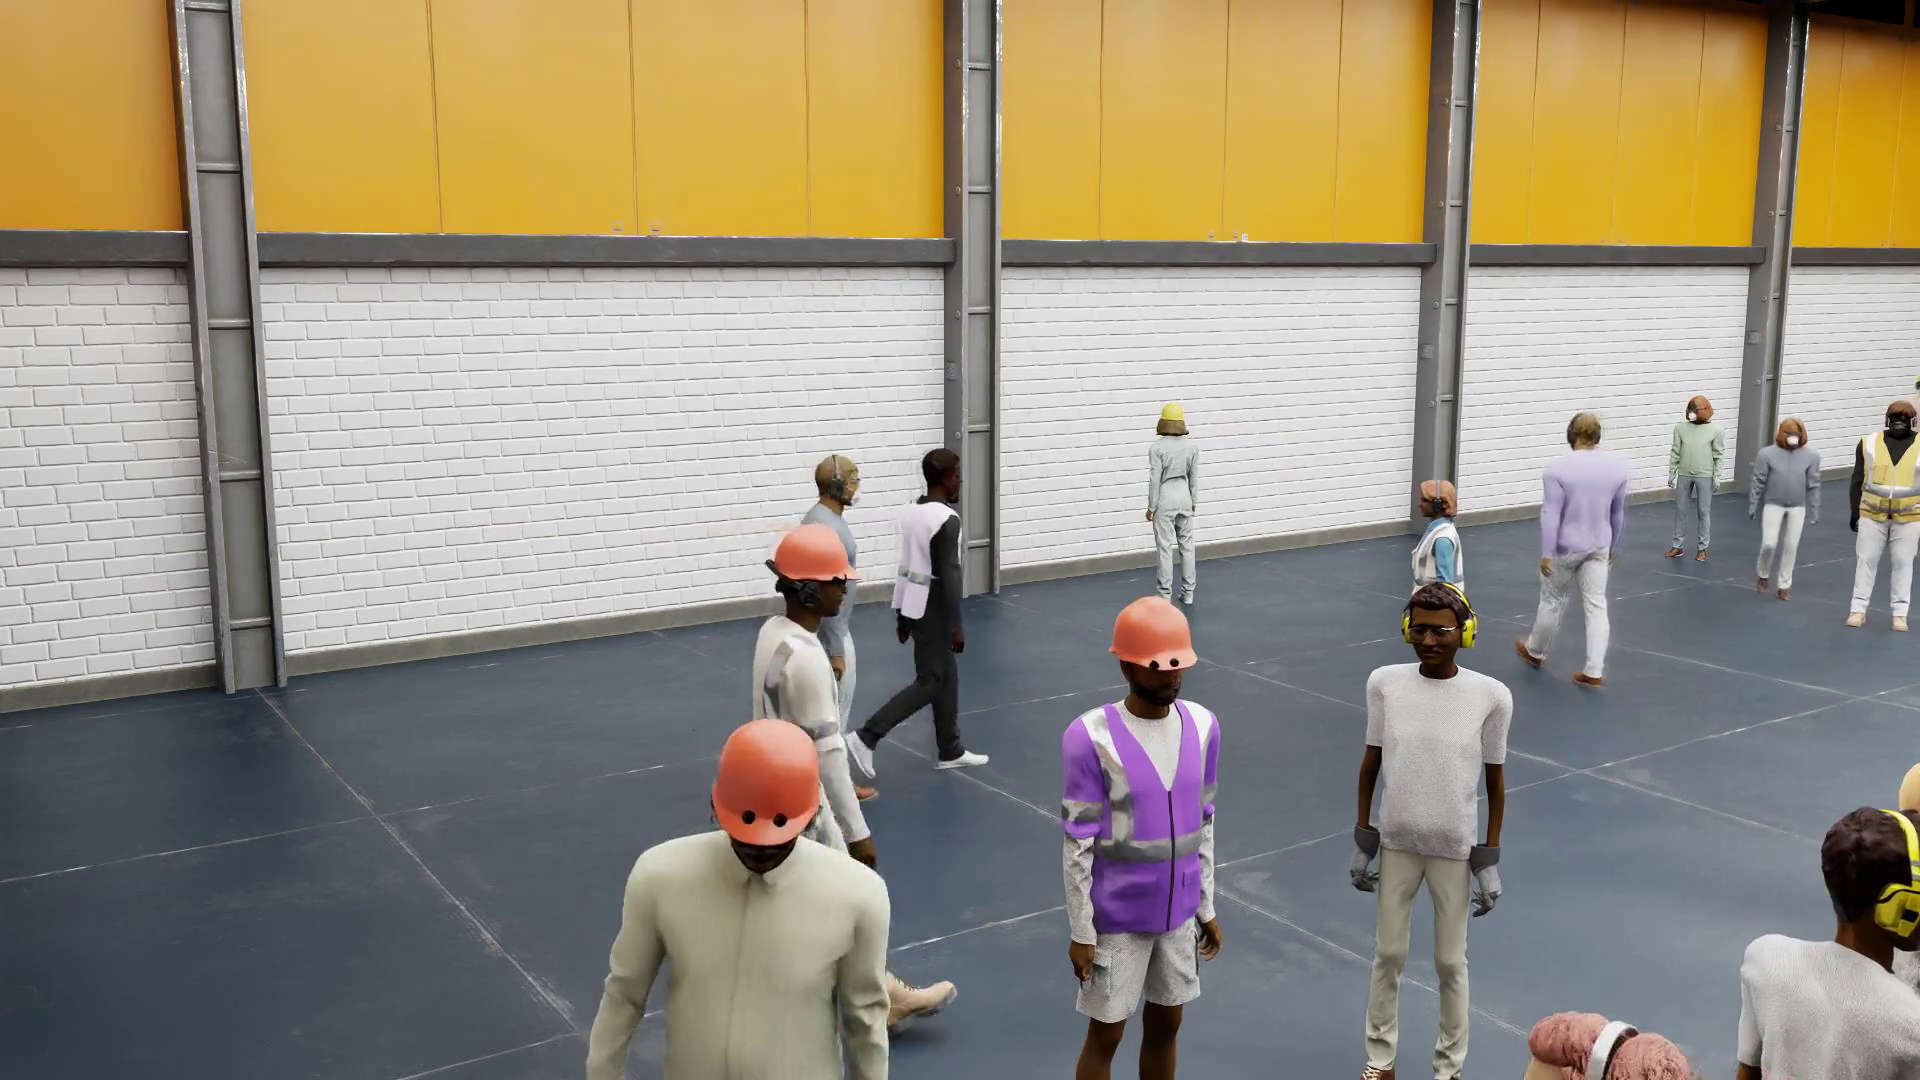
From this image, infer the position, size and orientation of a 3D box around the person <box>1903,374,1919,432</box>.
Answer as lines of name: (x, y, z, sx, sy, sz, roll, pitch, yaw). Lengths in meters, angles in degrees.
person: (10.768, -1.036, 18.660, 0.547, 1.720, 0.866, 5, 11, 29)

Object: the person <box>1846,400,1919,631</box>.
person: (7.436, -0.185, 13.280, 0.633, 1.844, 0.429, 6, 11, 33)

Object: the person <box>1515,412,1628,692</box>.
person: (4.285, 0.051, 11.632, 0.661, 1.889, 0.989, -1, 10, -8)

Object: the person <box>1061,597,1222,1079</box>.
person: (0.569, 1.121, 5.063, 0.545, 1.938, 0.361, -5, 11, -28)

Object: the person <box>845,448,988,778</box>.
person: (-0.243, 0.421, 9.423, 0.837, 1.893, 0.594, -3, 10, -20)

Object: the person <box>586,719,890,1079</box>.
person: (-0.502, 1.300, 3.965, 0.701, 1.945, 0.842, 0, 9, 3)

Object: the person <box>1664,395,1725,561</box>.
person: (7.253, -0.613, 16.421, 0.507, 1.632, 0.281, 9, 13, 42)

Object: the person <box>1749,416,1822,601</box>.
person: (7.144, -0.272, 14.406, 0.534, 1.613, 0.342, 2, 10, 15)

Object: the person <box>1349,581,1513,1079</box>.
person: (1.583, 1.058, 5.655, 0.513, 1.870, 0.328, 4, 10, 24)

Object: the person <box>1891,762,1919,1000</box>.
person: (2.802, 1.213, 4.505, 0.542, 1.939, 0.369, 1, 10, 8)

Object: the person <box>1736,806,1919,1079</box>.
person: (1.777, 1.442, 3.353, 0.327, 1.865, 0.518, -3, 10, -19)

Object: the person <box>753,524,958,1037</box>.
person: (-0.456, 0.936, 5.990, 1.010, 1.994, 0.632, -2, 10, -11)

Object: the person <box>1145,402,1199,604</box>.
person: (1.807, -0.307, 14.251, 0.493, 1.742, 0.322, -4, 10, -24)

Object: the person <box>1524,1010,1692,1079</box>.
person: (0.834, 1.589, 2.425, 0.763, 1.882, 0.661, 9, 13, 43)

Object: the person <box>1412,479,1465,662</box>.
person: (2.865, 0.449, 10.005, 0.314, 1.639, 0.517, 2, 10, 11)

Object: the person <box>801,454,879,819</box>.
person: (-0.664, 0.513, 8.804, 0.581, 1.928, 0.666, -1, 9, -4)
